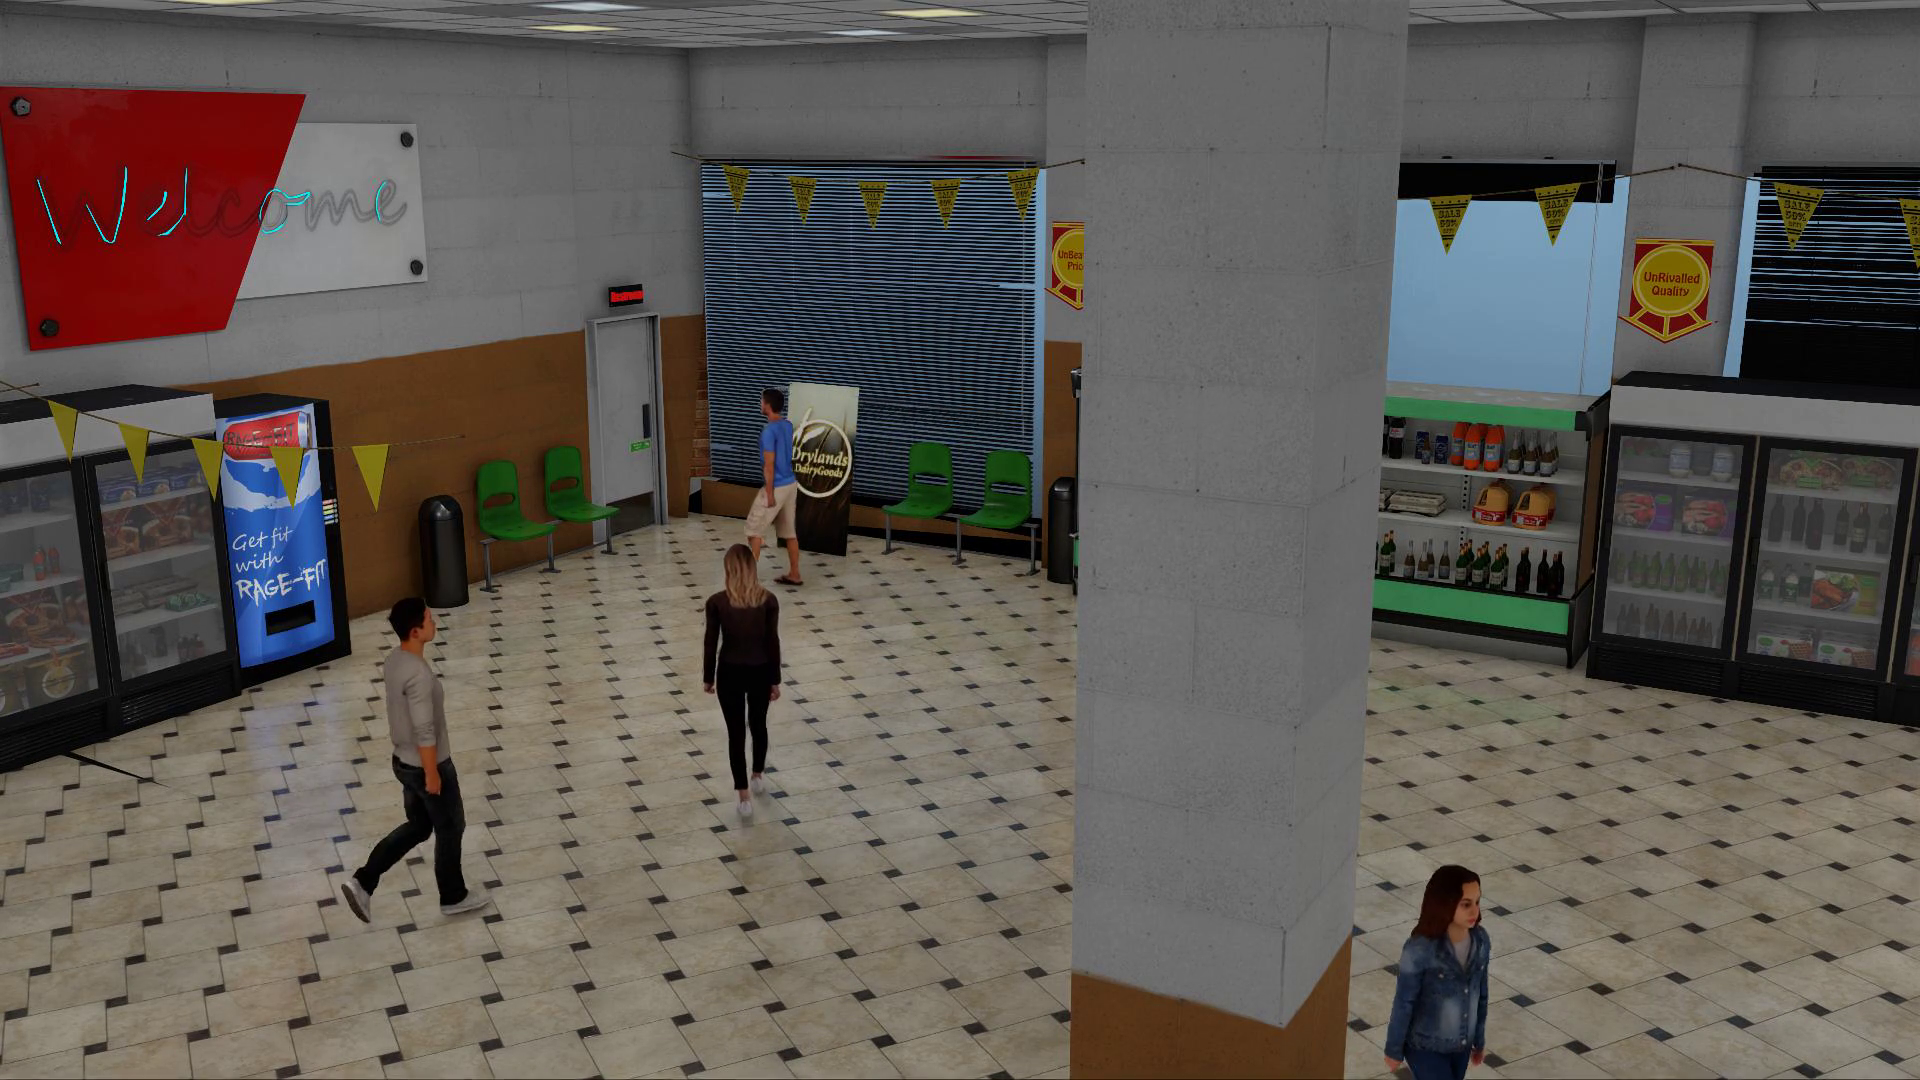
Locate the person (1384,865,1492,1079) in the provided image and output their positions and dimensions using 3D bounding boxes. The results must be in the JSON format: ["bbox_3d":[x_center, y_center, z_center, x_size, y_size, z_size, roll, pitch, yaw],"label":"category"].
[{"bbox_3d":[1.796,1.912,6.424,0.825,1.457,0.983,-7,15,-25],"label":"person"}]

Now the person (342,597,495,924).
[{"bbox_3d":[-2.907,1.184,8.718,0.972,1.791,1.053,-9,17,-34],"label":"person"}]

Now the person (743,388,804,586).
[{"bbox_3d":[-1.619,-0.471,15.429,0.891,1.844,0.662,7,15,27],"label":"person"}]

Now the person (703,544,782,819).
[{"bbox_3d":[-1.332,0.886,10.192,0.996,1.676,1.026,-2,14,-10],"label":"person"}]
